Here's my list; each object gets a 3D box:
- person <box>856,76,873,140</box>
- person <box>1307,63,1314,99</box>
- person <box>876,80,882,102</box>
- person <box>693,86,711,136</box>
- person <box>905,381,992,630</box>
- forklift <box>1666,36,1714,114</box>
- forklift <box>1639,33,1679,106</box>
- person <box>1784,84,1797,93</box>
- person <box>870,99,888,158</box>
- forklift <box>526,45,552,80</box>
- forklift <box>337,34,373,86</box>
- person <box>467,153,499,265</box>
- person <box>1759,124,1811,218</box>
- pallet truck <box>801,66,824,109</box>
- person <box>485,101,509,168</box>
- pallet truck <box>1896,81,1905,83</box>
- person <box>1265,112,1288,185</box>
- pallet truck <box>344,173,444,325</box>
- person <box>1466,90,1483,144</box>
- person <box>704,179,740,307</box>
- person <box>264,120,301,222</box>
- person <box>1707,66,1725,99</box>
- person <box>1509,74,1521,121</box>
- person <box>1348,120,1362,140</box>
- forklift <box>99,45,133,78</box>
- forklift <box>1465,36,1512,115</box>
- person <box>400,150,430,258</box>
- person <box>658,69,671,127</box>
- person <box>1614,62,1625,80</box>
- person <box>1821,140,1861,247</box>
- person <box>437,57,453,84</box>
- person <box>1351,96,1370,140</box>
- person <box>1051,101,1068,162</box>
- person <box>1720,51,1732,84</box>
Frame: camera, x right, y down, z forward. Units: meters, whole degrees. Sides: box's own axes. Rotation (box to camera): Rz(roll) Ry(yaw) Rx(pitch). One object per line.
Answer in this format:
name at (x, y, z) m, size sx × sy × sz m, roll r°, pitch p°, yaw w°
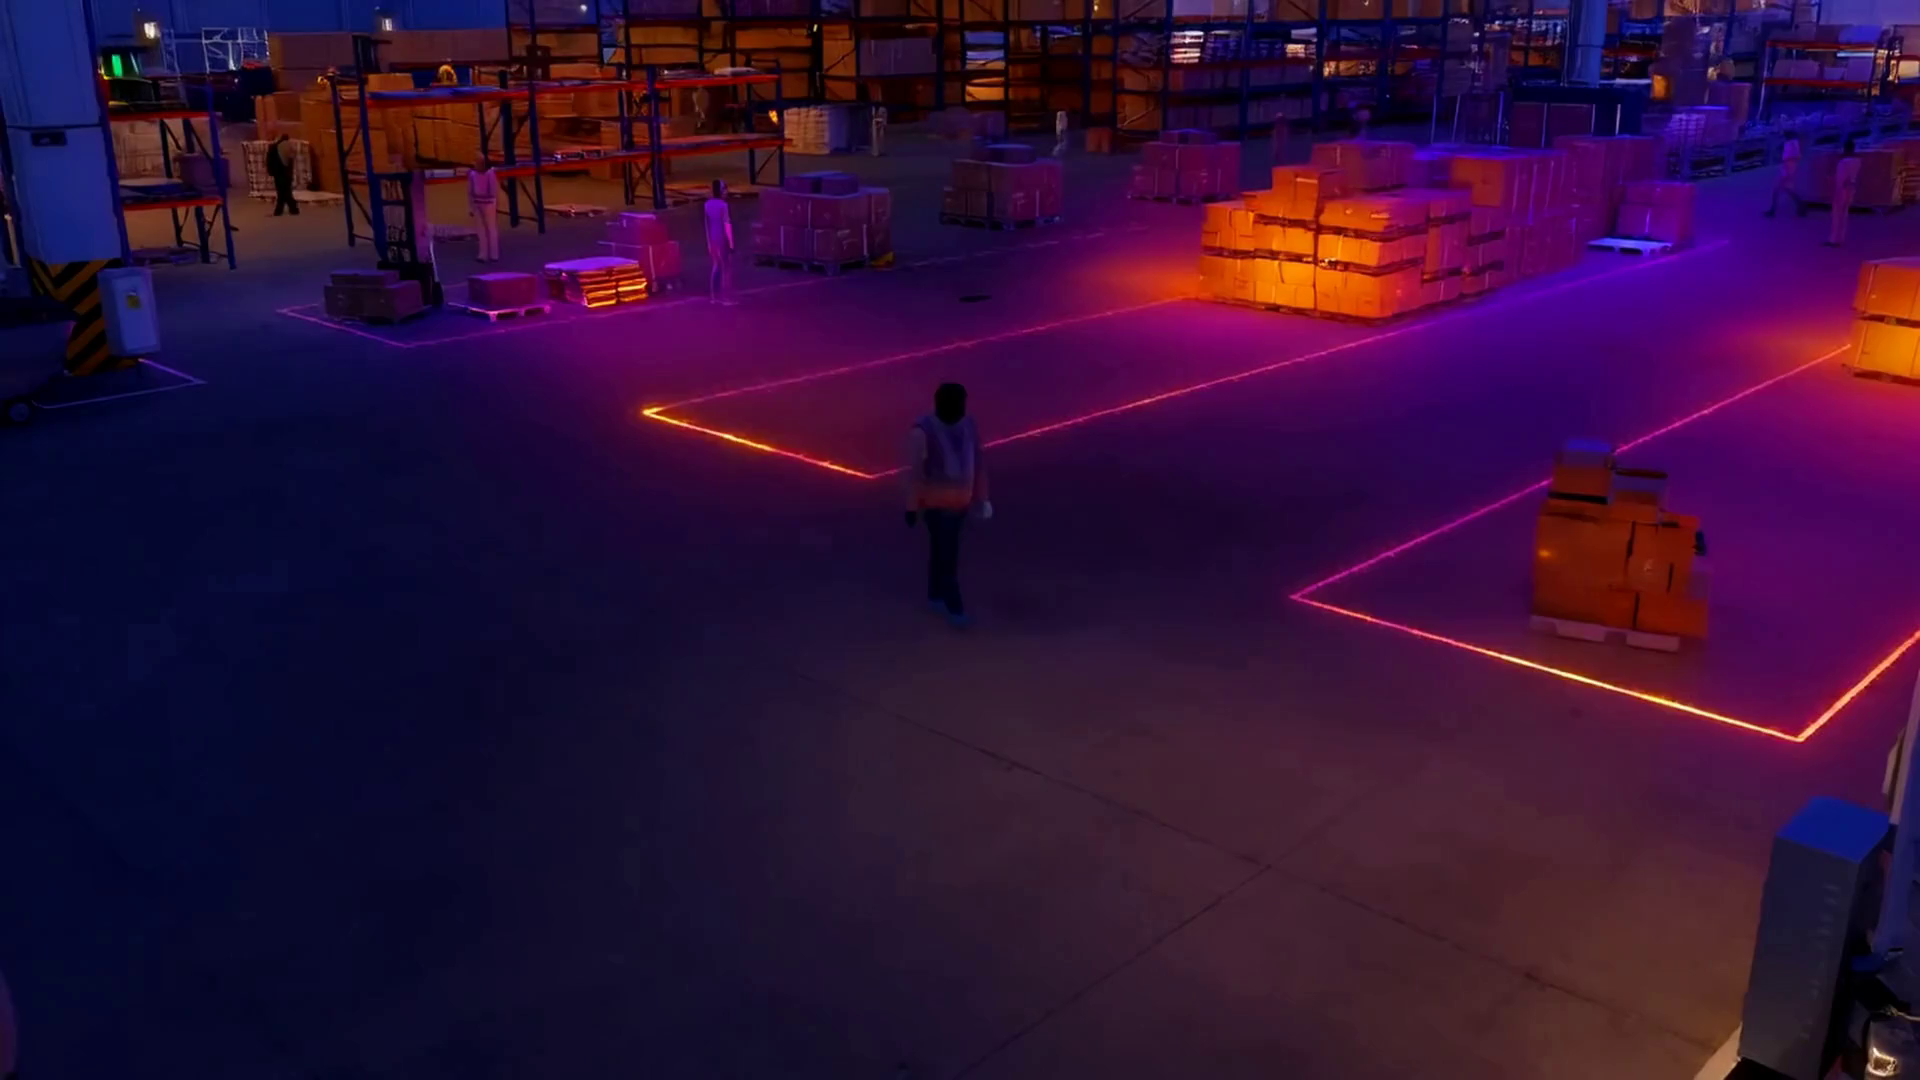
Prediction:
person at (-3.010, -13.407, 51.662) m, size 1.033 × 1.946 × 0.611 m, roll 5°, pitch 19°, yaw 15°
person at (14.821, -19.470, 70.359) m, size 0.533 × 1.649 × 0.872 m, roll 2°, pitch 18°, yaw 6°
person at (-2.925, -17.366, 63.739) m, size 0.621 × 1.838 × 0.429 m, roll -1°, pitch 18°, yaw -4°
person at (-8.304, -13.843, 53.440) m, size 0.901 × 1.633 × 0.554 m, roll 16°, pitch 24°, yaw 39°
person at (-0.010, -0.256, 12.212) m, size 0.666 × 1.811 × 0.810 m, roll -16°, pitch 24°, yaw -39°
forklift at (27.341, -17.291, 61.877) m, size 1.129 × 2.768 × 1.873 m, roll 17°, pitch 25°, yaw 41°
forklift at (28.039, -18.830, 66.514) m, size 1.129 × 2.768 × 1.873 m, roll 17°, pitch 25°, yaw 41°
person at (31.414, -17.006, 62.818) m, size 0.566 × 1.720 × 0.493 m, roll -7°, pitch 19°, yaw -19°
person at (-2.267, -11.479, 46.376) m, size 0.544 × 1.587 × 0.876 m, roll 3°, pitch 19°, yaw 8°
forklift at (-13.217, -14.218, 52.618) m, size 1.129 × 2.768 × 1.873 m, roll 17°, pitch 25°, yaw 41°
forklift at (-23.335, -18.339, 65.035) m, size 1.129 × 2.768 × 1.873 m, roll 17°, pitch 25°, yaw 41°
person at (-8.104, -5.613, 28.263) m, size 0.595 × 1.881 × 0.394 m, roll 4°, pitch 19°, yaw 12°
person at (17.024, -7.544, 34.053) m, size 0.843 × 1.908 × 0.554 m, roll 12°, pitch 22°, yaw 33°
pallet truck at (-4.812, -15.182, 56.903) m, size 0.823 × 1.965 × 1.885 m, roll -9°, pitch 21°, yaw -26°
person at (-11.701, -10.253, 42.233) m, size 1.021 × 1.889 × 0.641 m, roll 16°, pitch 24°, yaw 41°
pallet truck at (34.802, -16.331, 61.455) m, size 0.653 × 1.274 × 1.630 m, roll 17°, pitch 25°, yaw 41°
person at (7.614, -9.287, 39.547) m, size 0.529 × 1.734 × 0.816 m, roll -15°, pitch 24°, yaw -39°
pallet truck at (-8.209, -4.181, 23.757) m, size 0.823 × 1.965 × 1.885 m, roll 3°, pitch 19°, yaw 9°
person at (15.588, -12.810, 50.388) m, size 0.512 × 1.589 × 0.849 m, roll 14°, pitch 23°, yaw 35°
person at (-3.545, -4.392, 24.594) m, size 0.530 × 1.869 × 0.311 m, roll 14°, pitch 23°, yaw 35°
person at (-13.820, -7.511, 33.724) m, size 0.806 × 2.000 × 0.701 m, roll -16°, pitch 24°, yaw -40°
person at (26.648, -15.783, 58.860) m, size 0.938 × 1.894 × 0.569 m, roll -1°, pitch 18°, yaw -2°
person at (19.793, -15.807, 59.355) m, size 0.279 × 1.633 × 0.498 m, roll 8°, pitch 20°, yaw 23°
person at (8.237, -7.826, 34.880) m, size 1.027 × 1.911 × 0.625 m, roll 4°, pitch 19°, yaw 12°
forklift at (-26.334, -14.077, 52.195) m, size 1.873 × 2.768 × 1.129 m, roll 6°, pitch 19°, yaw 18°
forklift at (19.973, -17.201, 61.605) m, size 1.873 × 2.768 × 1.129 m, roll 16°, pitch 24°, yaw 40°
person at (-9.236, -5.608, 28.153) m, size 0.378 × 1.937 × 0.629 m, roll 1°, pitch 18°, yaw 2°
person at (-10.078, -15.065, 56.690) m, size 0.589 × 1.912 × 0.393 m, roll 13°, pitch 22°, yaw 34°
person at (26.498, -18.384, 67.000) m, size 0.890 × 1.694 × 0.526 m, roll -13°, pitch 22°, yaw -34°
person at (16.072, -6.300, 30.265) m, size 0.587 × 1.920 × 0.392 m, roll -13°, pitch 22°, yaw -34°
person at (-20.628, -18.387, 66.718) m, size 0.577 × 1.896 × 0.783 m, roll -7°, pitch 20°, yaw -20°
person at (10.080, -10.224, 42.057) m, size 0.552 × 1.935 × 0.370 m, roll -13°, pitch 22°, yaw -34°
person at (2.719, -11.054, 45.044) m, size 0.425 × 1.623 × 0.532 m, roll -6°, pitch 19°, yaw -18°
person at (32.932, -20.036, 71.627) m, size 1.035 × 1.937 × 0.654 m, roll 2°, pitch 18°, yaw 6°
